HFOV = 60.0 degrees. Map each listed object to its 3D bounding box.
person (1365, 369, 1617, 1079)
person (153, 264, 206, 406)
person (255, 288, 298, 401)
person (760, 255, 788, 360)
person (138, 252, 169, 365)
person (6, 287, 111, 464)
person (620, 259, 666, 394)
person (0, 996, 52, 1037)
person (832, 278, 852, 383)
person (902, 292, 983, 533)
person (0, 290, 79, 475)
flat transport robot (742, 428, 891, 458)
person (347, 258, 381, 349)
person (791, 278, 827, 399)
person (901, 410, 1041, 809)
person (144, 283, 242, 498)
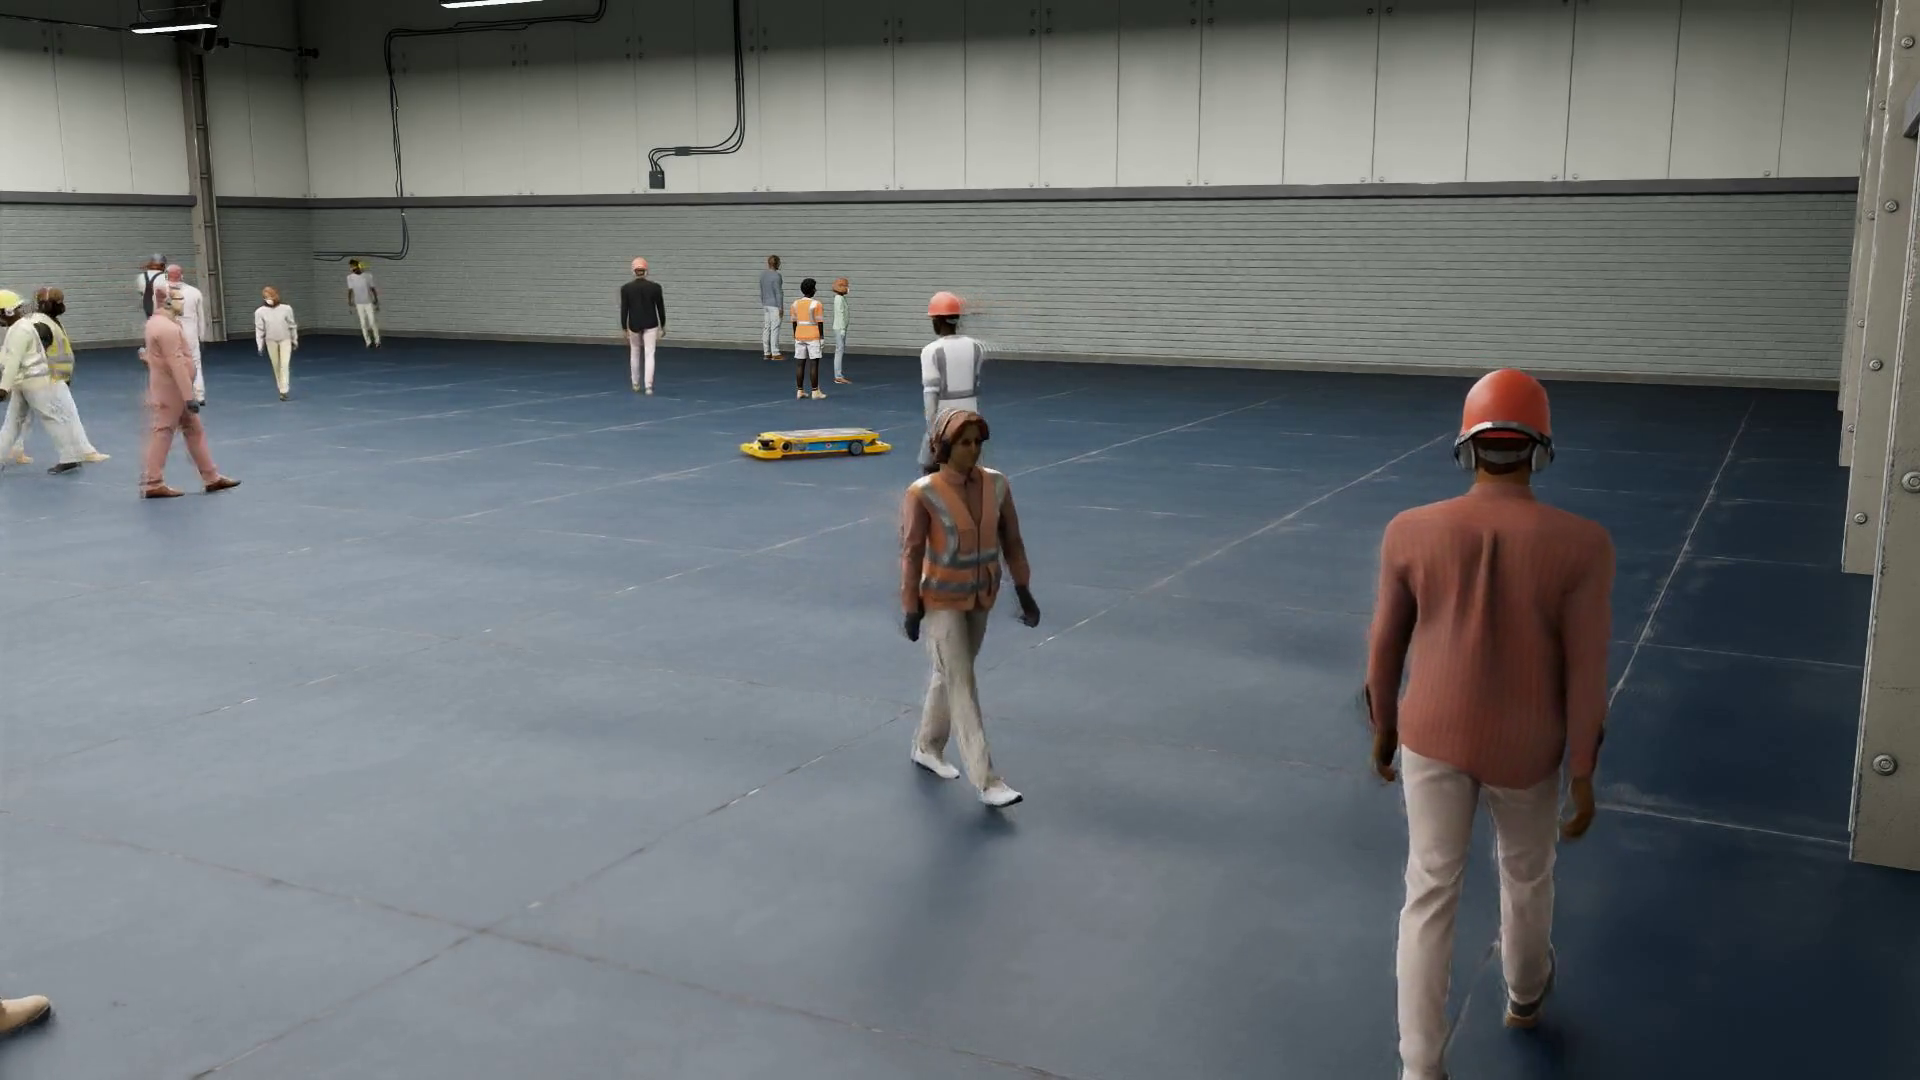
[{"bbox_3d":[1.421,0.514,4.508,0.640,1.937,1.019,5,11,25],"label":"person"},{"bbox_3d":[-10.481,-2.741,22.357,0.648,1.907,0.403,-8,13,-37],"label":"person"},{"bbox_3d":[-9.490,-2.713,23.102,0.511,1.564,0.863,-3,11,-17],"label":"person"},{"bbox_3d":[-3.445,-4.278,30.648,0.355,1.937,0.635,-8,13,-37],"label":"person"},{"bbox_3d":[-13.937,-4.009,28.907,0.690,2.000,0.733,3,11,16],"label":"person"},{"bbox_3d":[-9.196,-1.640,16.718,0.971,1.789,0.706,-4,11,-21],"label":"person"},{"bbox_3d":[-4.644,-3.137,24.421,0.638,1.938,1.025,-1,10,-8],"label":"person"},{"bbox_3d":[-2.959,0.458,4.632,0.662,2.010,0.424,5,11,24],"label":"person"},{"bbox_3d":[-1.844,-3.263,25.942,0.286,1.636,0.497,-1,10,-7],"label":"person"},{"bbox_3d":[-0.076,-0.877,12.258,0.551,1.887,0.998,-7,12,-32],"label":"person"},{"bbox_3d":[-8.964,-1.479,15.821,0.960,1.764,0.612,-7,12,-32],"label":"person"},{"bbox_3d":[-1.506,-1.030,17.489,1.431,0.197,0.652,-5,11,-24],"label":"flat transport robot"},{"bbox_3d":[-12.023,-4.750,33.518,0.561,1.824,0.491,-2,11,-11],"label":"person"},{"bbox_3d":[-2.122,-2.822,23.371,0.542,1.695,0.316,6,12,32],"label":"person"},{"bbox_3d":[0.041,0.270,6.779,0.530,1.592,0.852,-8,13,-39],"label":"person"},{"bbox_3d":[-6.794,-1.309,14.636,0.908,1.865,0.665,-6,12,-29],"label":"person"}]
